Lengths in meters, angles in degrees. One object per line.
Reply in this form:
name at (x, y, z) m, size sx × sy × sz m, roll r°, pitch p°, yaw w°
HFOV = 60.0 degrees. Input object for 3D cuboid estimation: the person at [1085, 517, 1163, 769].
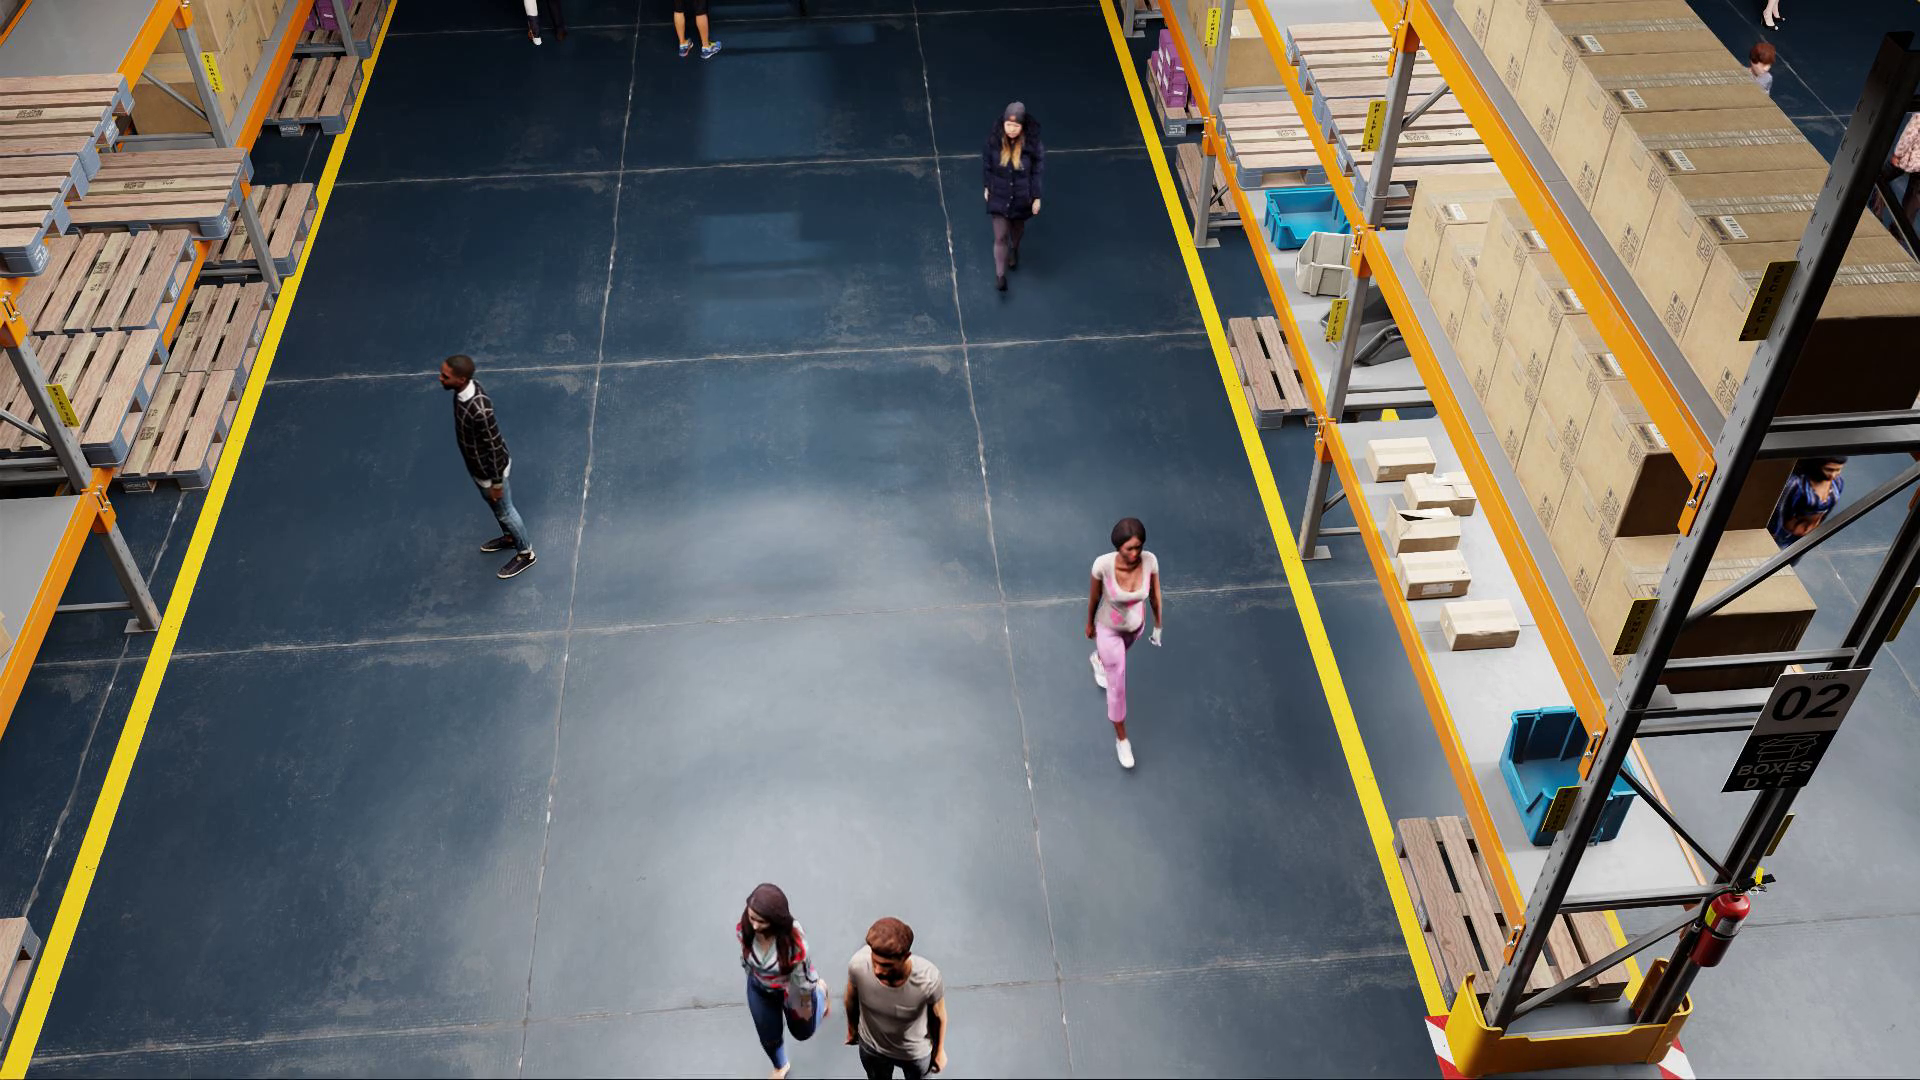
person at (0.978, 0.486, 10.356) m, size 0.724 × 1.695 × 1.213 m, roll -9°, pitch 44°, yaw -10°

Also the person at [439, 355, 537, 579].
person at (-3.210, -0.526, 11.327) m, size 0.804 × 1.819 × 0.649 m, roll -23°, pitch 48°, yaw -22°

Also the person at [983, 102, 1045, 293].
person at (0.452, -2.954, 14.014) m, size 0.788 × 1.629 × 1.084 m, roll 4°, pitch 44°, yaw 4°

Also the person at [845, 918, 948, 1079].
person at (-0.307, 2.433, 8.165) m, size 0.740 × 1.896 × 0.684 m, roll 12°, pitch 45°, yaw 12°

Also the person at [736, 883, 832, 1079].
person at (-0.883, 2.249, 8.579) m, size 0.799 × 1.592 × 0.961 m, roll 14°, pitch 45°, yaw 14°

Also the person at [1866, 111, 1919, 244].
person at (8.267, -3.278, 14.237) m, size 0.754 × 1.791 × 0.717 m, roll -8°, pitch 44°, yaw -9°

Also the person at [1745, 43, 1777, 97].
person at (6.832, -3.697, 14.791) m, size 0.651 × 1.633 × 0.856 m, roll -7°, pitch 44°, yaw -7°

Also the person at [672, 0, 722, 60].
person at (-2.779, -5.796, 16.823) m, size 0.690 × 1.869 × 0.684 m, roll 12°, pitch 45°, yaw 12°

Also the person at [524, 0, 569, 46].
person at (-4.393, -6.022, 17.044) m, size 0.716 × 1.893 × 0.645 m, roll -11°, pitch 45°, yaw -11°
